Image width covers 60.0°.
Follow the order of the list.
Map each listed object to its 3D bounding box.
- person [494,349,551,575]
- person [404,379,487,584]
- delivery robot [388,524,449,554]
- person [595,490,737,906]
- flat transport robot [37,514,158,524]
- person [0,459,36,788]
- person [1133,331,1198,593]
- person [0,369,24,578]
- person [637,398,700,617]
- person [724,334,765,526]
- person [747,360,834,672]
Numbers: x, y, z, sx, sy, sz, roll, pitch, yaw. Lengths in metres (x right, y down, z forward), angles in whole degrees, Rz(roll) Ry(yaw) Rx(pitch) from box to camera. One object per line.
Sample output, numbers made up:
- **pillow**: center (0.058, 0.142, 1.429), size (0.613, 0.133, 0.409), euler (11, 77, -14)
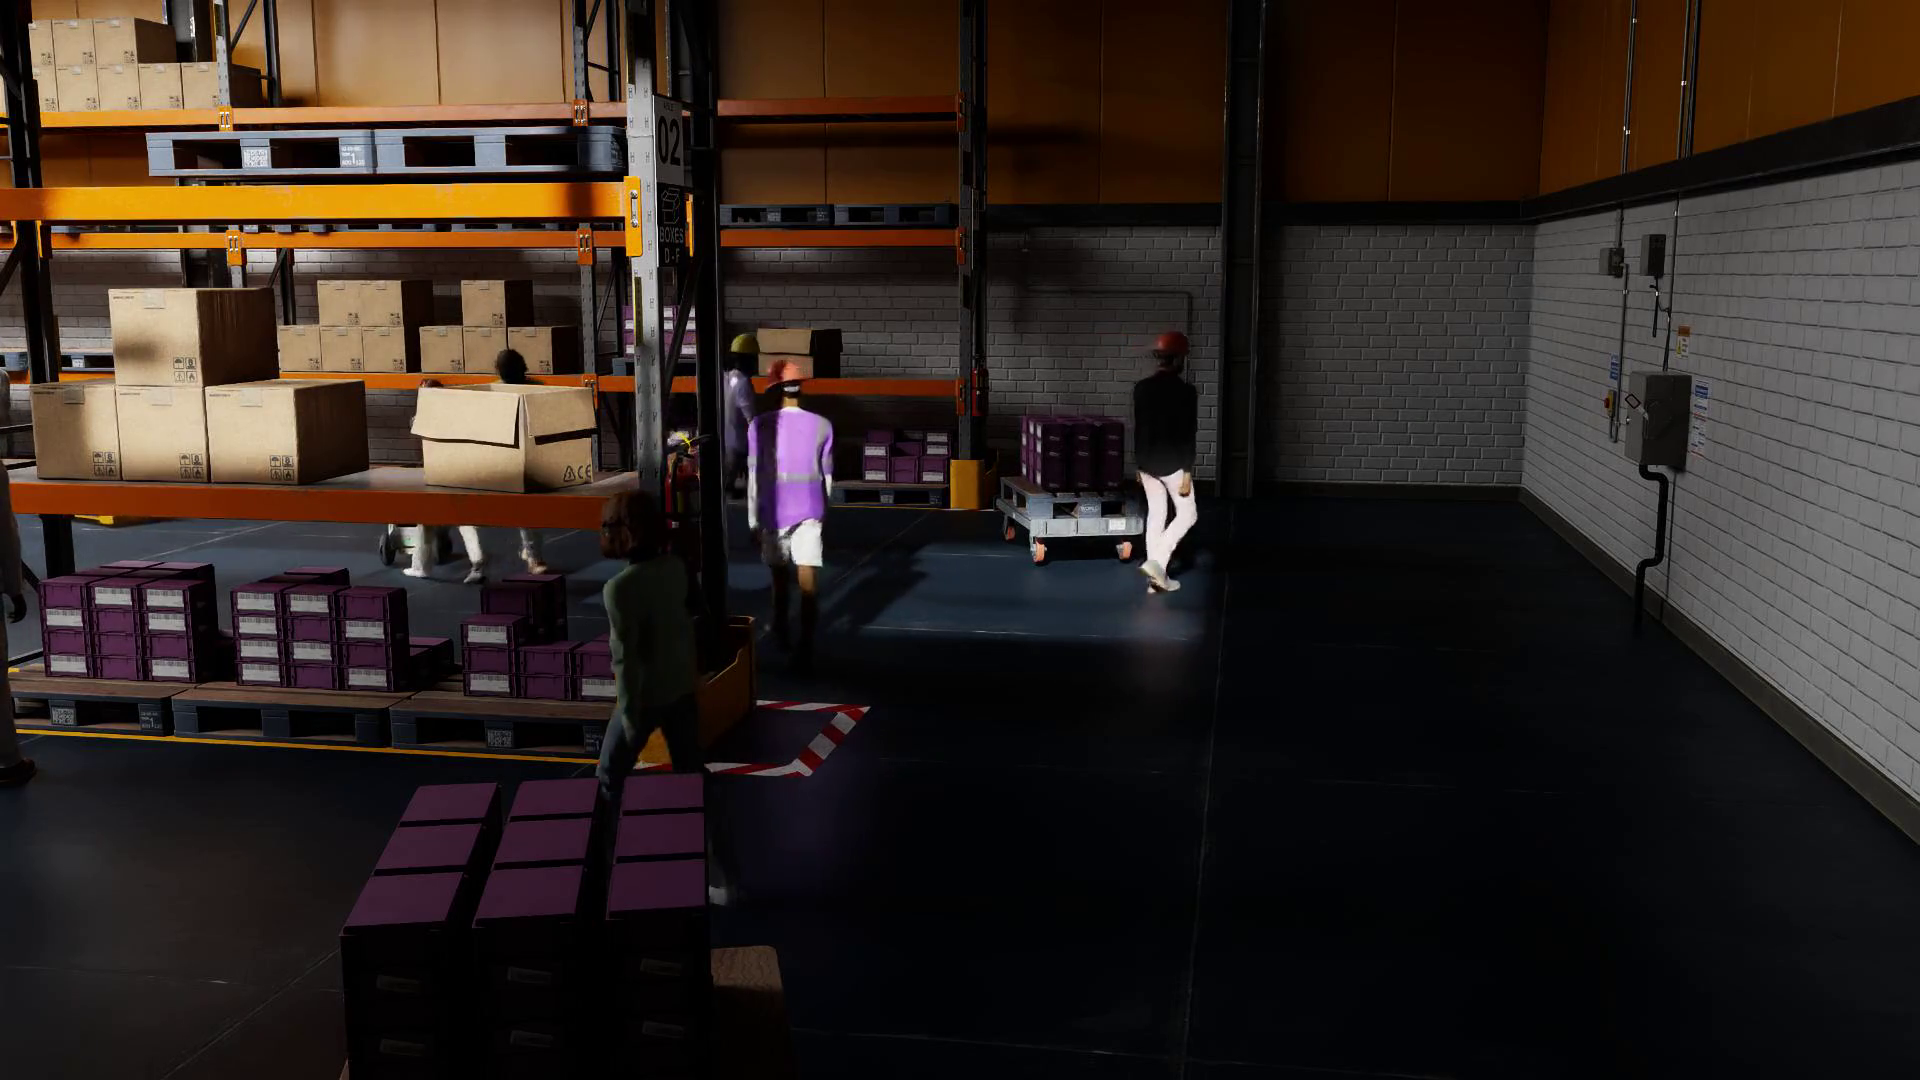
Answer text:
- **person**: center (-3.452, -0.617, 13.241), size (0.462, 1.808, 0.668), euler (8, 12, 41)
- **person**: center (-3.994, -0.450, 12.879), size (0.875, 1.589, 0.525), euler (6, 11, 34)
- **delivery robot**: center (-4.512, -0.142, 13.872), size (0.477, 0.478, 0.707), euler (0, 9, -4)
- **person**: center (-1.229, 0.604, 6.341), size (0.856, 1.591, 0.518), euler (5, 10, 26)
- **flat transport robot**: center (-8.421, -0.344, 16.295), size (1.431, 0.197, 0.652), euler (6, 11, 31)
- **person**: center (-4.649, 0.234, 7.714), size (0.572, 1.886, 0.353), euler (-2, 9, -14)
- **person**: center (1.512, -0.565, 12.387), size (0.517, 1.979, 0.617), euler (-9, 13, -43)
- **person**: center (-7.564, -0.679, 12.879), size (0.365, 2.048, 0.608), euler (3, 10, 19)
- **person**: center (-1.754, -0.059, 10.200), size (0.802, 1.669, 0.525), euler (1, 9, 7)
- **person**: center (-1.901, -0.862, 14.562), size (1.027, 1.866, 0.606), euler (-3, 10, -21)
- **person**: center (-1.051, -0.162, 10.227), size (0.558, 1.861, 0.980), euler (-3, 10, -16)
